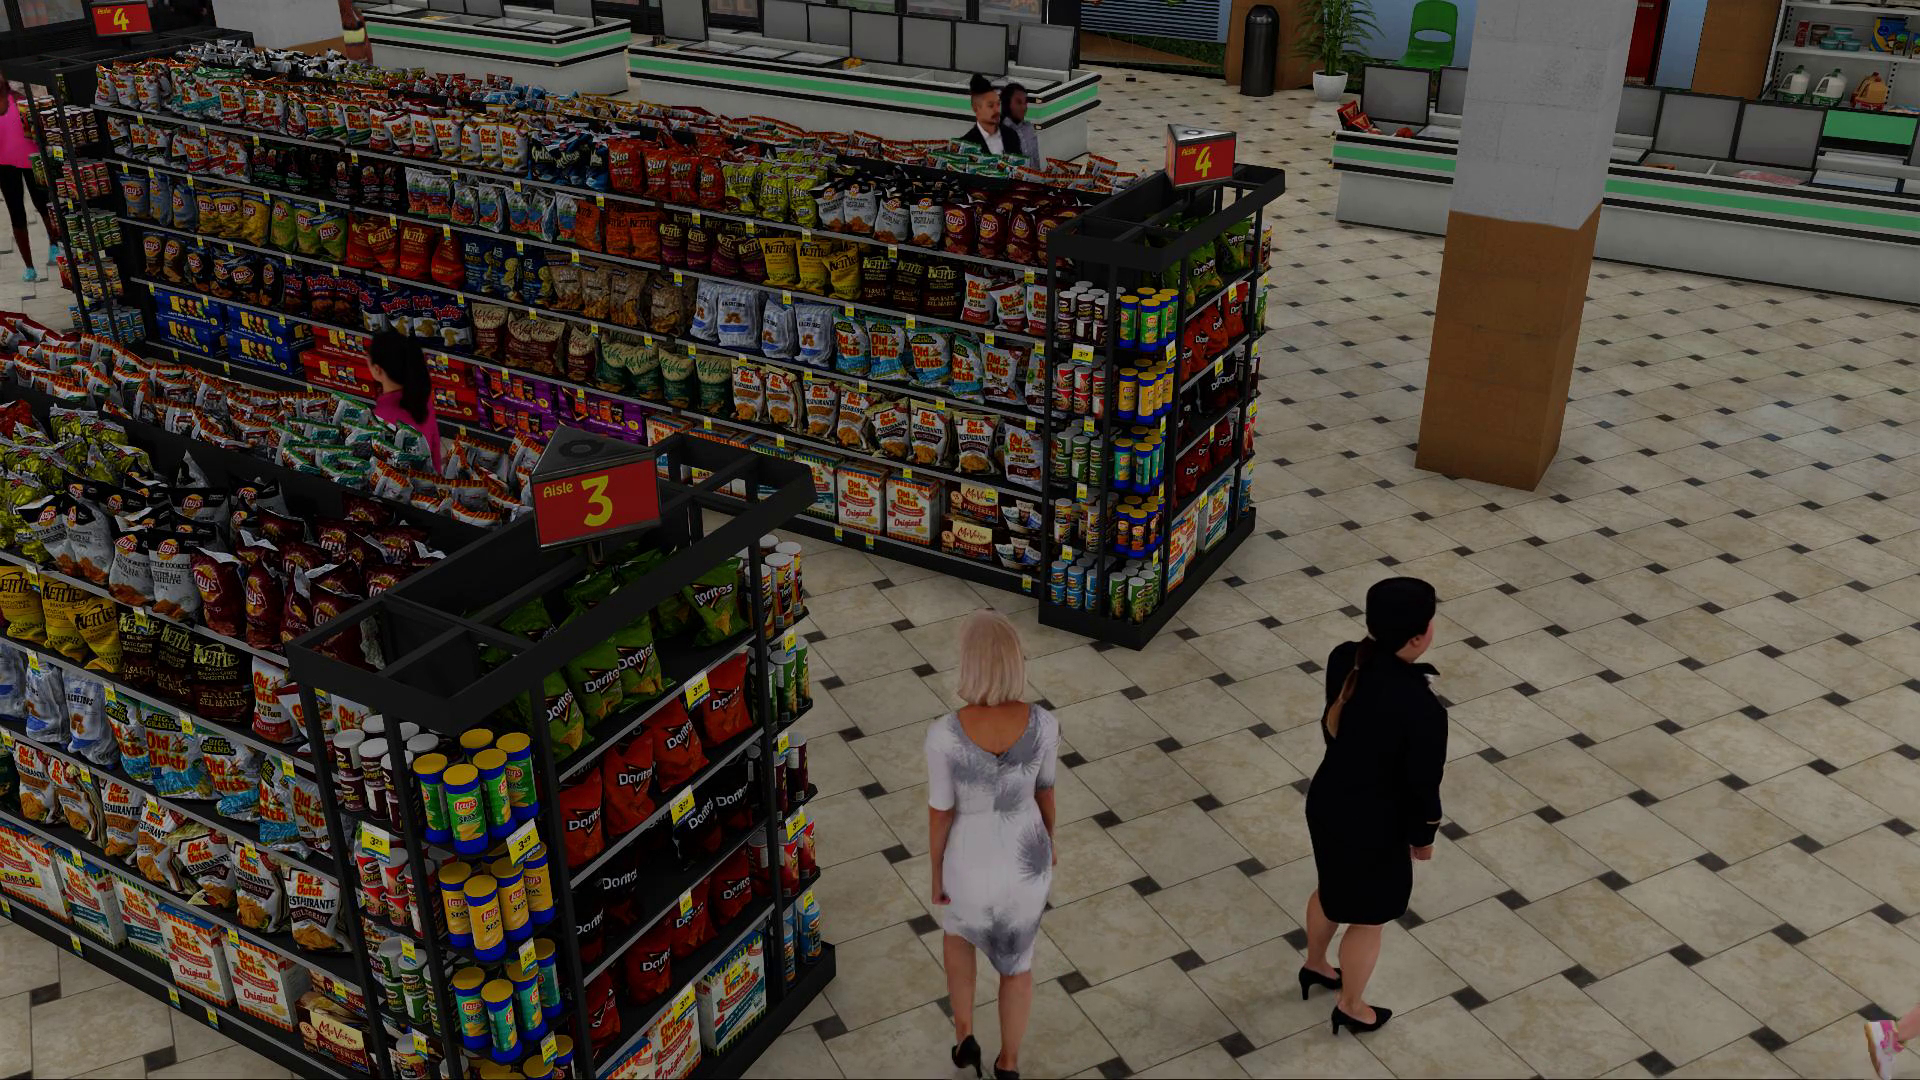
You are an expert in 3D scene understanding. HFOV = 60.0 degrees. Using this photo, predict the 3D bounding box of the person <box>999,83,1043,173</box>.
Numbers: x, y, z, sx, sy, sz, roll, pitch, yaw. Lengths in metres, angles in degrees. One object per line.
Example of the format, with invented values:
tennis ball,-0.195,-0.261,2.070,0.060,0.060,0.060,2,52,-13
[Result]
person,0.355,-2.399,11.922,0.910,1.694,1.164,-18,32,-32

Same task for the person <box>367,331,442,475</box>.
person,-2.413,-0.124,7.429,0.602,1.698,0.610,10,29,19

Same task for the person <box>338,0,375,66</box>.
person,-5.807,-4.422,15.854,0.775,1.746,0.666,22,34,37

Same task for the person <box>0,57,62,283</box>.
person,-7.268,-2.891,12.918,1.049,1.668,1.161,-9,28,-17

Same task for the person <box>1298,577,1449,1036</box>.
person,1.325,0.889,5.461,0.857,1.672,0.761,-12,29,-23

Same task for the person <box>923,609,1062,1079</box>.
person,0.119,1.049,5.075,0.668,1.736,0.750,-1,27,-3

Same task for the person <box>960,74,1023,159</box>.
person,0.127,-2.156,11.209,0.926,1.905,1.305,-24,35,-39

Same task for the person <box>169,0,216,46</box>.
person,-9.089,-6.248,19.564,1.110,1.646,1.150,-6,27,-11
